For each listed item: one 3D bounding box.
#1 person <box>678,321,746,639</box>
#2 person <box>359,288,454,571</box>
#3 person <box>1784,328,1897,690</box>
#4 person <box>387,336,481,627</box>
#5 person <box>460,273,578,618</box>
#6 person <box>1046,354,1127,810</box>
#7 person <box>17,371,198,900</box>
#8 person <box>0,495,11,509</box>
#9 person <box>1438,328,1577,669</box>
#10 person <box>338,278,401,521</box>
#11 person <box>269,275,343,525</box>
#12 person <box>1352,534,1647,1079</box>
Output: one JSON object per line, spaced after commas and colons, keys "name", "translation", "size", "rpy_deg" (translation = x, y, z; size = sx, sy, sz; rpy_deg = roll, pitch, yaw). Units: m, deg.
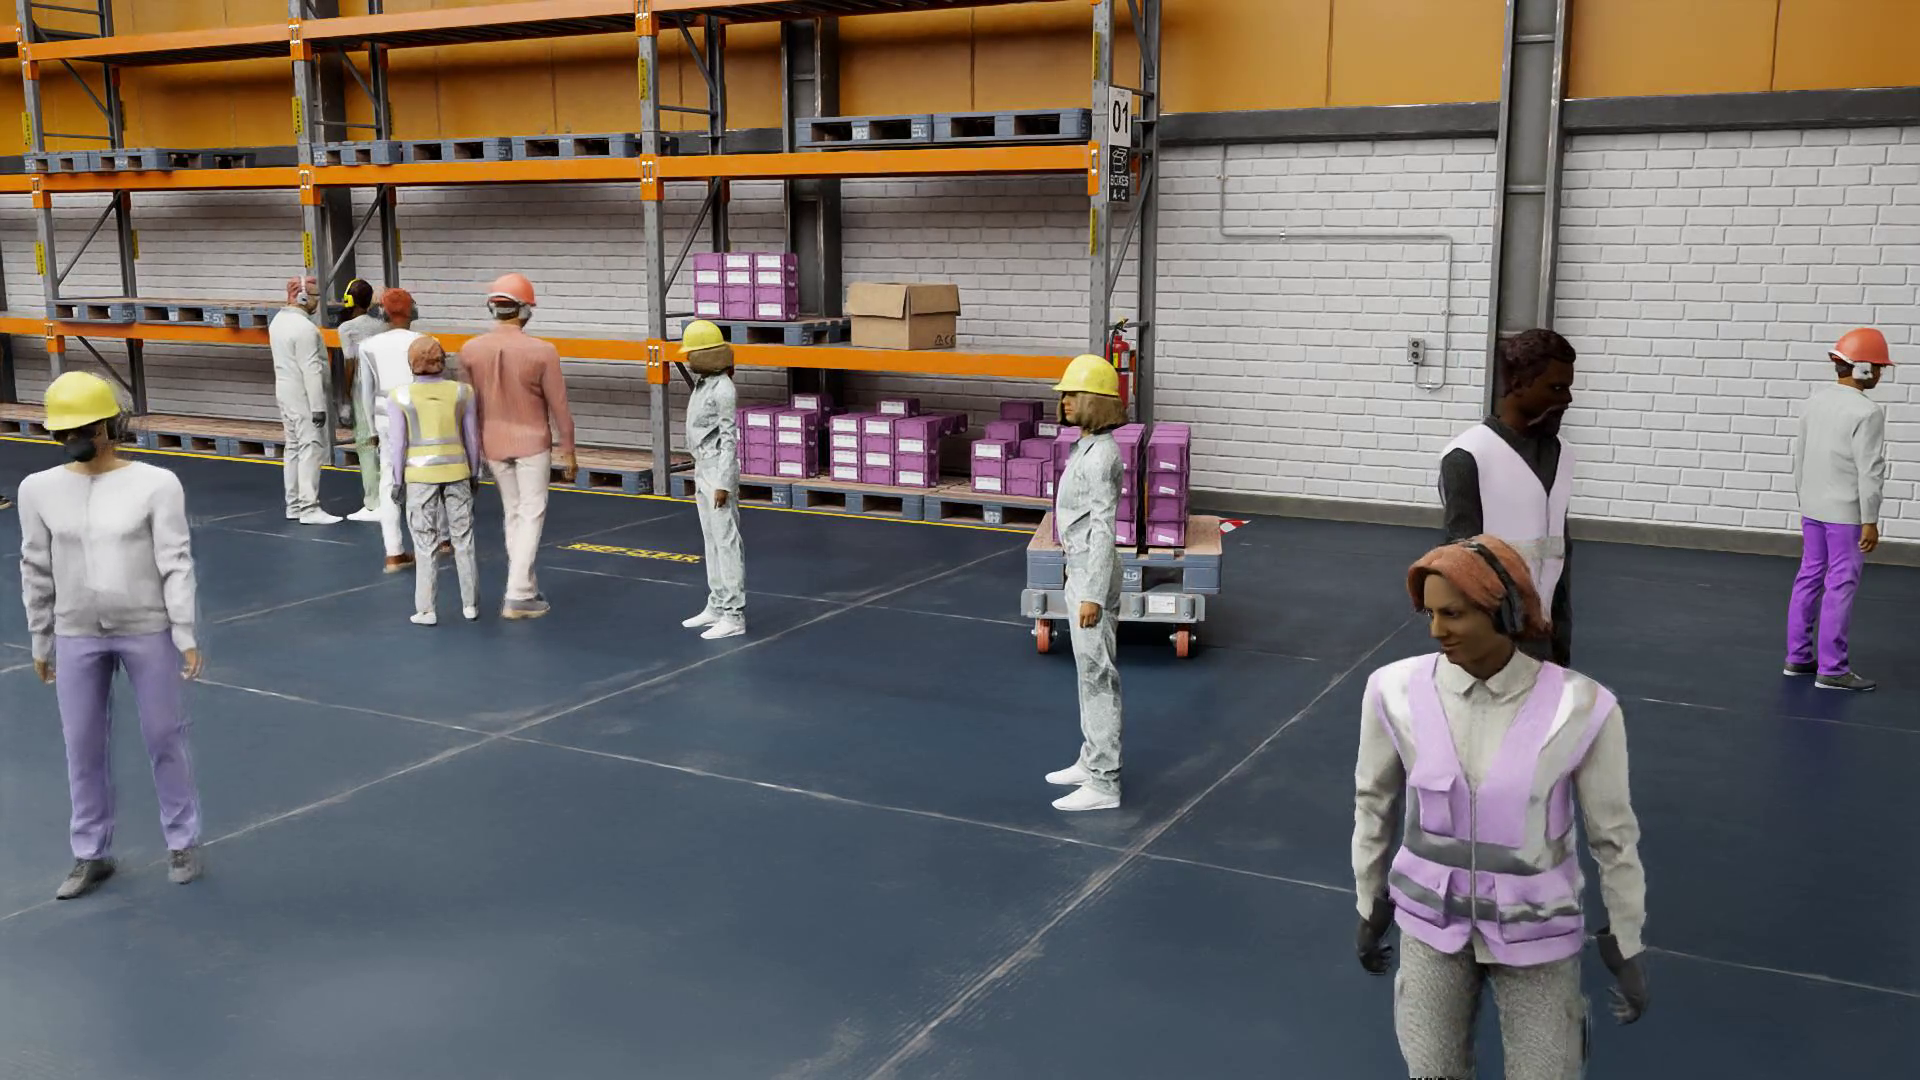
{"name": "person", "translation": [-1.369, -0.330, 9.120], "size": [0.311, 1.735, 0.483], "rpy_deg": [-5, 11, -25]}
{"name": "person", "translation": [-3.687, -0.760, 11.191], "size": [0.584, 1.833, 0.974], "rpy_deg": [0, 10, 3]}
{"name": "person", "translation": [4.311, -0.154, 8.111], "size": [0.344, 1.747, 0.572], "rpy_deg": [-1, 10, -6]}
{"name": "person", "translation": [-2.950, -0.327, 9.370], "size": [0.512, 1.638, 0.312], "rpy_deg": [-7, 12, -32]}
{"name": "person", "translation": [-2.523, -0.536, 9.579], "size": [0.647, 1.982, 0.546], "rpy_deg": [2, 11, 12]}
{"name": "person", "translation": [0.484, 0.163, 6.390], "size": [0.286, 1.745, 0.493], "rpy_deg": [0, 10, -1]}
{"name": "person", "translation": [-2.820, 0.320, 5.552], "size": [0.549, 1.759, 0.384], "rpy_deg": [-2, 11, -12]}
{"name": "person", "translation": [-7.965, -1.224, 13.393], "size": [0.372, 1.962, 0.608], "rpy_deg": [-7, 12, -33]}
{"name": "person", "translation": [1.728, 0.293, 5.236], "size": [0.592, 1.909, 0.427], "rpy_deg": [-8, 13, -36]}
{"name": "person", "translation": [-4.587, -1.079, 12.858], "size": [0.310, 1.868, 0.533], "rpy_deg": [5, 11, 25]}
{"name": "person", "translation": [-4.995, -1.062, 12.705], "size": [0.398, 1.896, 0.652], "rpy_deg": [-9, 14, -40]}
{"name": "person", "translation": [1.047, 0.790, 3.282], "size": [0.570, 1.625, 0.341], "rpy_deg": [6, 12, 30]}
